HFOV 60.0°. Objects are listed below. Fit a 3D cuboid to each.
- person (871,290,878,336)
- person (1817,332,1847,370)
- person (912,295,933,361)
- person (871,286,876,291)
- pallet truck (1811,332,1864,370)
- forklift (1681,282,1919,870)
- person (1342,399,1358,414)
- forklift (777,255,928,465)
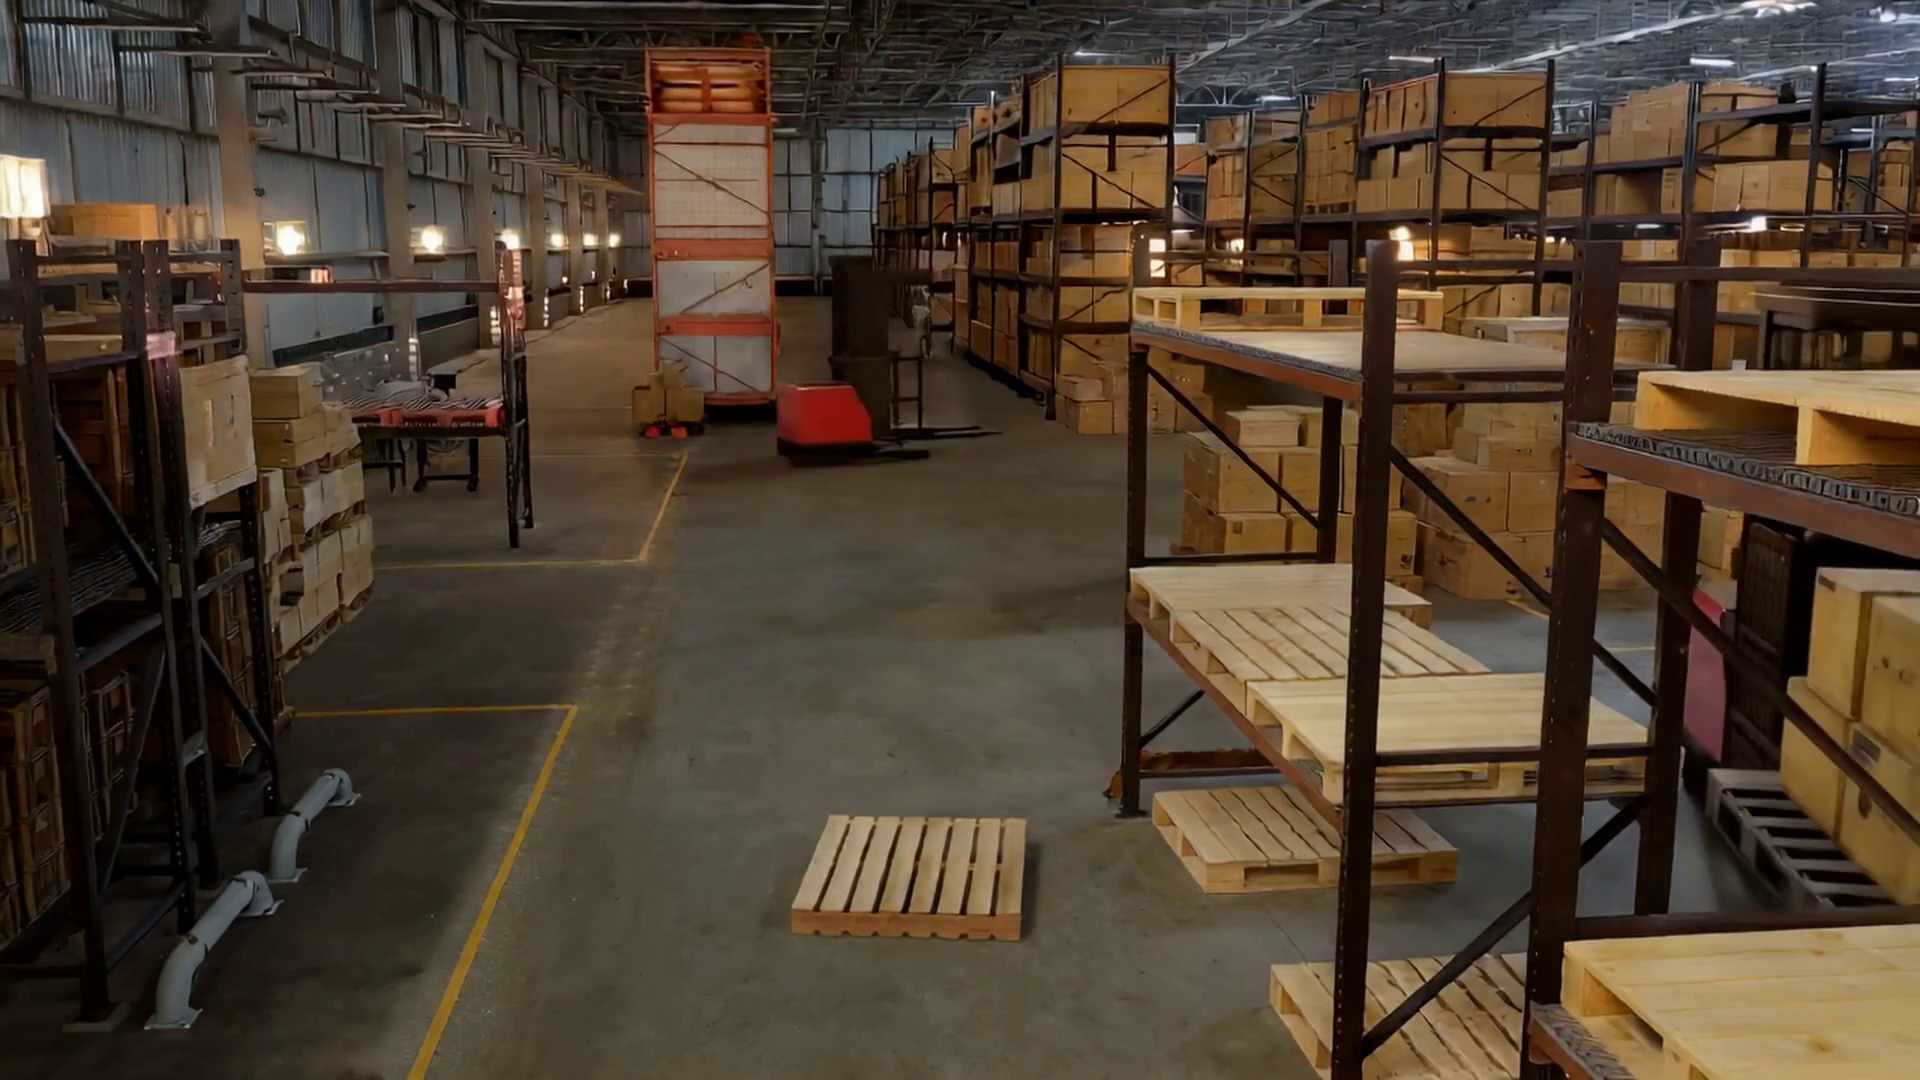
[{"bbox_3d":[-2.655,-6.357,46.623,1.096,1.981,0.628,-6,12,-30],"label":"person"},{"bbox_3d":[13.078,-2.408,24.977,0.587,1.911,0.397,-10,14,-44],"label":"person"},{"bbox_3d":[-0.931,-5.301,41.655,0.547,1.657,0.798,-1,10,-6],"label":"person"},{"bbox_3d":[-3.999,-11.917,78.194,0.728,1.708,0.508,-4,11,-21],"label":"person"},{"bbox_3d":[15.846,-3.142,28.793,1.885,1.965,0.823,2,10,12],"label":"pallet truck"},{"bbox_3d":[4.488,0.073,8.529,1.129,2.768,1.873,2,10,9],"label":"forklift"},{"bbox_3d":[3.926,-0.844,17.099,0.440,1.625,0.518,-4,11,-19],"label":"person"},{"bbox_3d":[-1.513,-2.507,22.825,1.873,2.768,1.129,-4,11,-21],"label":"forklift"}]
